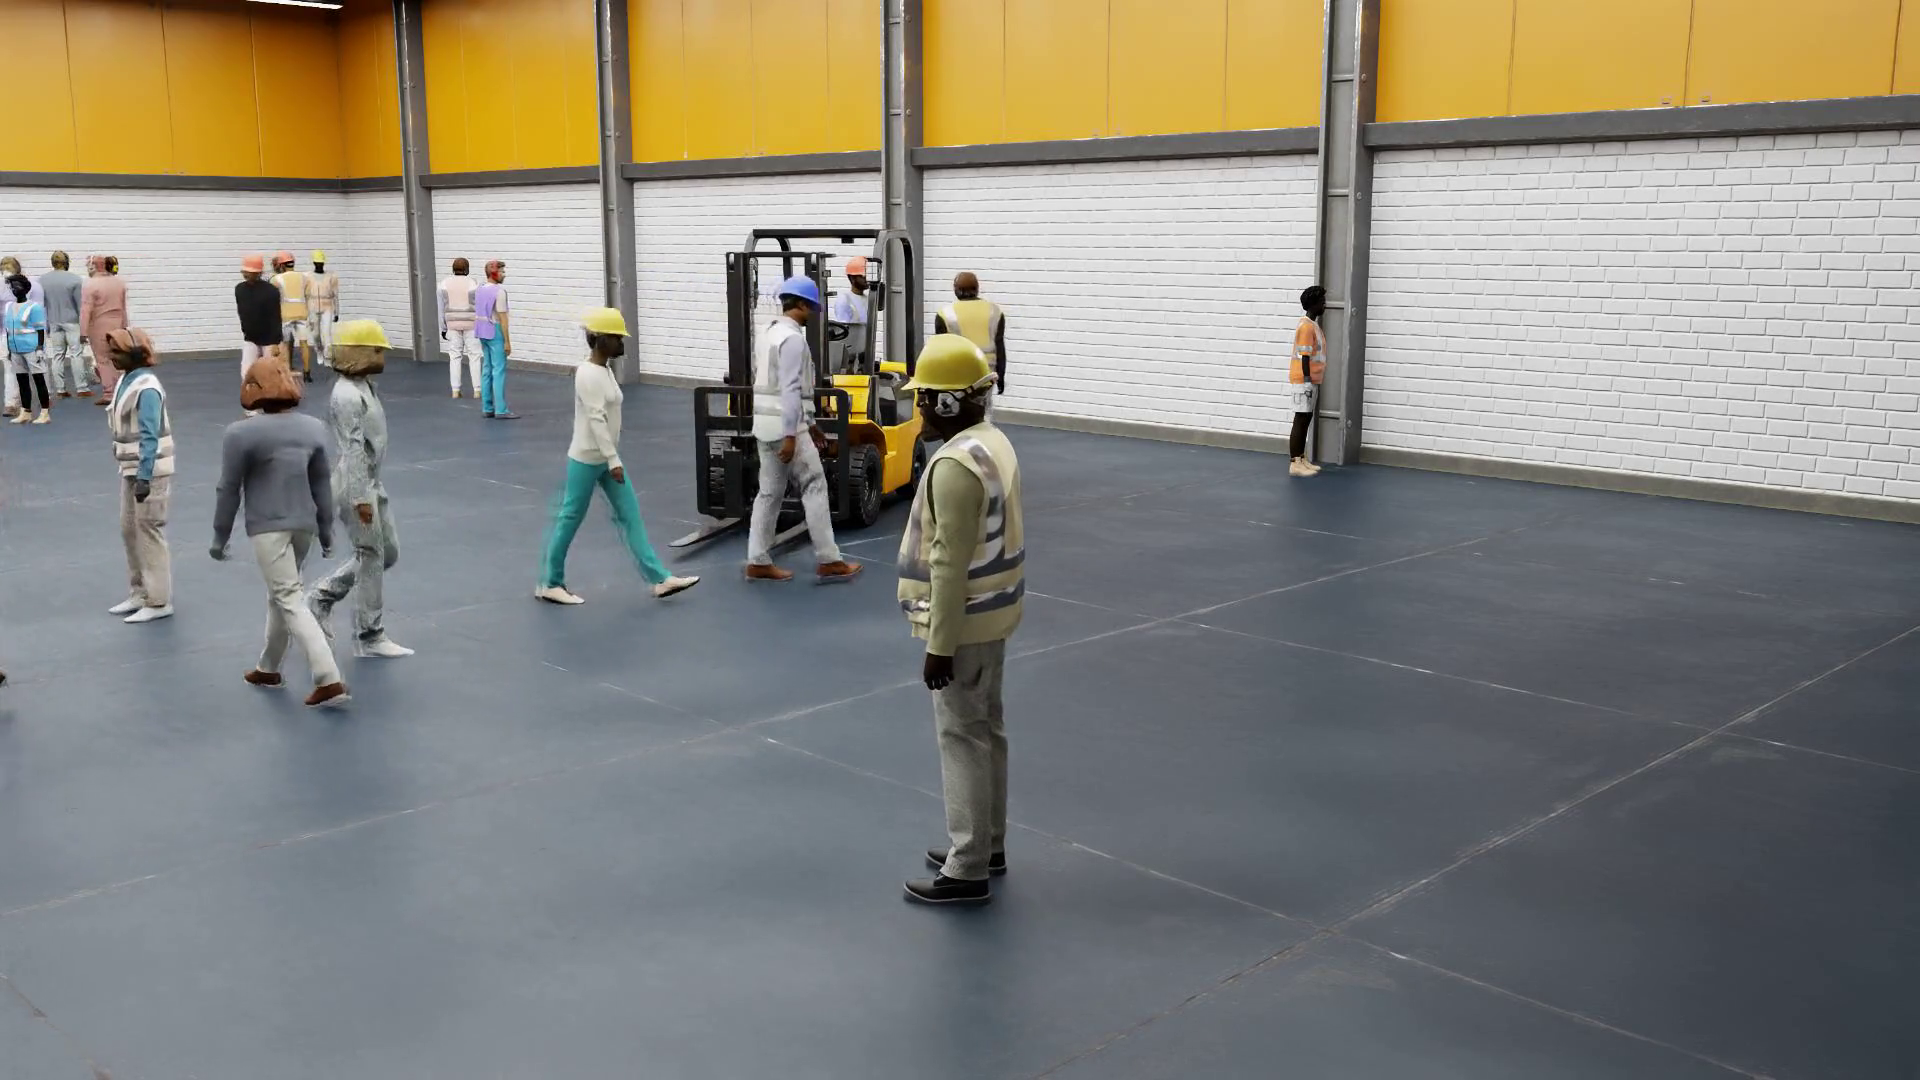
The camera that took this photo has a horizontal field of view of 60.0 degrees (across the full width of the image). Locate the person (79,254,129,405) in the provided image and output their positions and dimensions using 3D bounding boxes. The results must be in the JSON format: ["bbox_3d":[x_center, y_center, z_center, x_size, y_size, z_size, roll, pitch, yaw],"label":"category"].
[{"bbox_3d":[-10.858,-2.643,20.959,0.542,1.890,0.685,3,11,14],"label":"person"}]

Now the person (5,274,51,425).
[{"bbox_3d":[-10.537,-2.143,18.761,0.535,1.700,0.318,3,11,16],"label":"person"}]

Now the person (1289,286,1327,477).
[{"bbox_3d":[3.094,-1.413,14.809,0.320,1.694,0.531,4,11,20],"label":"person"}]

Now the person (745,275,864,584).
[{"bbox_3d":[-0.993,-0.677,10.273,0.832,1.879,0.644,-4,11,-22],"label":"person"}]

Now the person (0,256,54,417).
[{"bbox_3d":[-11.247,-2.450,19.920,0.630,1.897,1.014,-2,11,-10],"label":"person"}]

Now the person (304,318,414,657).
[{"bbox_3d":[-3.077,-0.252,8.398,0.500,1.722,0.513,-1,10,-7],"label":"person"}]

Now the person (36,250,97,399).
[{"bbox_3d":[-11.655,-2.797,21.674,0.627,1.941,0.374,1,10,3],"label":"person"}]

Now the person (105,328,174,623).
[{"bbox_3d":[-4.548,-0.360,9.228,0.365,1.629,0.548,-9,14,-39],"label":"person"}]

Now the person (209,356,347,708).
[{"bbox_3d":[-3.097,-0.037,7.593,0.850,1.593,0.514,6,12,31],"label":"person"}]

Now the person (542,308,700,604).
[{"bbox_3d":[-2.012,-0.465,9.567,0.943,1.712,0.532,1,10,8],"label":"person"}]

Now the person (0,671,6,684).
[{"bbox_3d":[-4.639,-0.144,7.368,0.610,1.879,0.657,-3,11,-16],"label":"person"}]

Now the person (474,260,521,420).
[{"bbox_3d":[-5.424,-2.318,19.324,0.565,1.841,0.387,10,14,43],"label":"person"}]

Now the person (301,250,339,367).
[{"bbox_3d":[-10.458,-3.787,27.211,0.589,1.894,0.884,-3,11,-15],"label":"person"}]

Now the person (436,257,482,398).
[{"bbox_3d":[-6.528,-2.789,21.895,0.634,1.842,0.429,0,10,-2],"label":"person"}]

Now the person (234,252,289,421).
[{"bbox_3d":[-7.742,-2.207,18.426,0.636,1.941,0.799,3,11,15],"label":"person"}]

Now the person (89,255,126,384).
[{"bbox_3d":[-12.310,-3.183,24.039,0.517,1.847,0.823,1,10,8],"label":"person"}]

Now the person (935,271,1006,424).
[{"bbox_3d":[0.057,-1.430,14.542,0.629,1.818,0.651,-3,11,-16],"label":"person"}]

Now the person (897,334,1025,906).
[{"bbox_3d":[0.001,0.255,5.356,0.403,1.824,0.593,2,11,12],"label":"person"}]

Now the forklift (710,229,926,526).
[{"bbox_3d":[-1.050,-1.319,12.920,1.214,2.155,2.313,2,11,13],"label":"forklift"}]

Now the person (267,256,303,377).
[{"bbox_3d":[-10.183,-3.343,24.968,0.453,1.817,0.534,-7,12,-32],"label":"person"}]

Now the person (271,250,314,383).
[{"bbox_3d":[-9.668,-3.222,24.091,0.568,1.916,0.481,-8,13,-37],"label":"person"}]

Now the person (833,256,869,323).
[{"bbox_3d":[-0.954,-1.704,15.715,0.361,1.939,0.543,6,12,28],"label":"person"}]
